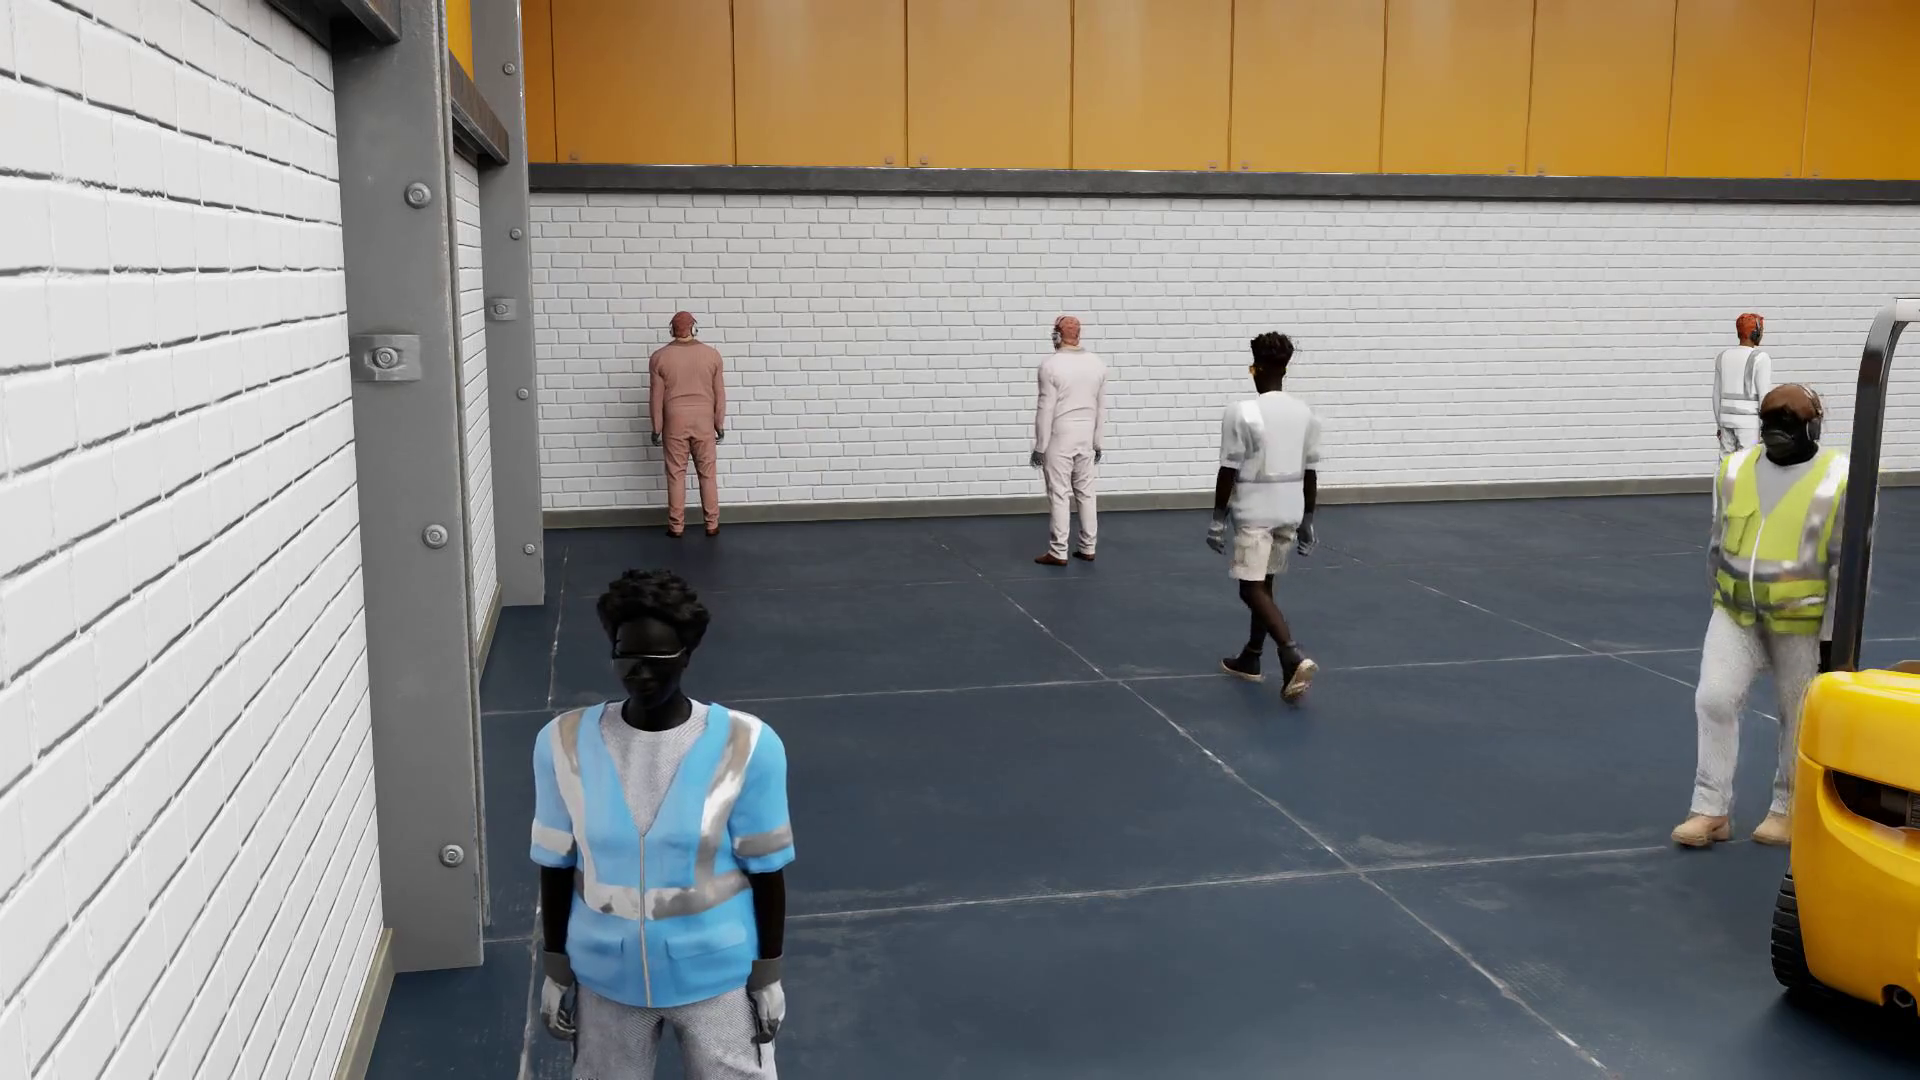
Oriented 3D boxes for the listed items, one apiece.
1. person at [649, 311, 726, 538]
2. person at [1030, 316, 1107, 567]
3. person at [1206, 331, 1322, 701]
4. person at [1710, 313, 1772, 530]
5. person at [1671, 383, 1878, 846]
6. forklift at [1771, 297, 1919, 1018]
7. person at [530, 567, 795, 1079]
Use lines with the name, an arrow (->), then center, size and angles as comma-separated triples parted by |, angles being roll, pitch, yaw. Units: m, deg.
person -> -2.288, -0.963, 13.978 | 0.637, 1.902, 0.406 | -3, 10, -16
person -> 0.808, -0.752, 12.715 | 0.677, 1.897, 0.400 | -7, 12, -37
person -> 1.663, -0.135, 8.826 | 0.606, 1.940, 0.855 | -5, 11, -28
person -> 6.618, -0.968, 14.063 | 0.355, 1.882, 0.575 | -4, 10, -22
person -> 3.090, 0.317, 6.393 | 0.753, 1.817, 0.644 | -7, 12, -37
forklift -> 3.542, 0.334, 5.177 | 2.313, 2.155, 1.214 | -9, 13, -43
person -> -0.599, 0.880, 3.384 | 0.537, 1.693, 0.320 | 1, 9, 4
